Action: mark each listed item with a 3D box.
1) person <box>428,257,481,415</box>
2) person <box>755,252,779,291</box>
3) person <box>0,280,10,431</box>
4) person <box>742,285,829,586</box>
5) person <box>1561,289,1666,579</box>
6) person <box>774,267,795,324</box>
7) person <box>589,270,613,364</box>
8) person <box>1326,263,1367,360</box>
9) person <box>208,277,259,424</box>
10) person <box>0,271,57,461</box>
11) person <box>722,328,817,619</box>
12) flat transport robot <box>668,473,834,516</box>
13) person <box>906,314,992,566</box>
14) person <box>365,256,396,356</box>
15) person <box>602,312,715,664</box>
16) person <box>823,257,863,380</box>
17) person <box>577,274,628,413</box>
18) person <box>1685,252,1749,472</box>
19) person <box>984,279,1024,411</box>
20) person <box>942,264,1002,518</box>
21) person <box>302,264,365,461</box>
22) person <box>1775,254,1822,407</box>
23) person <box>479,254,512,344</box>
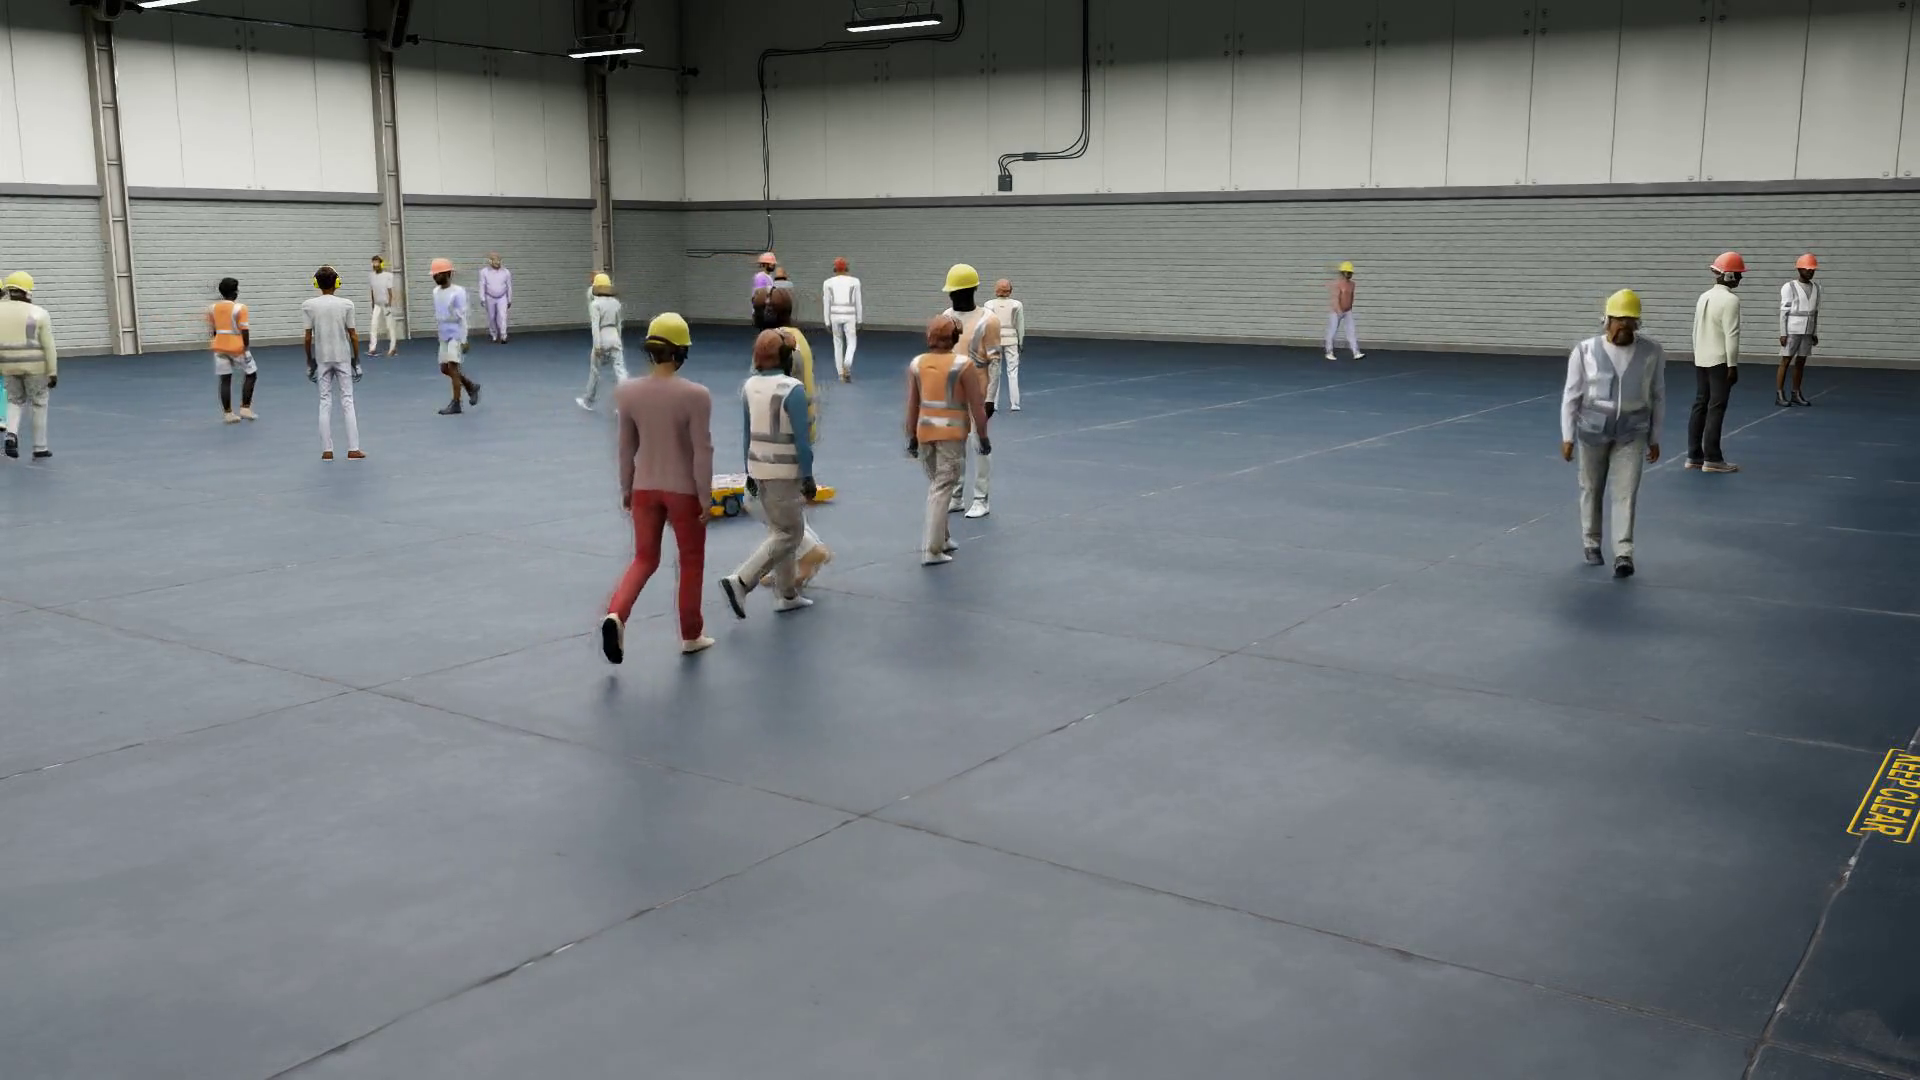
[{"bbox_3d":[-6.161,-2.500,20.367,0.579,1.910,0.665,7,12,34],"label":"person"},{"bbox_3d":[-3.199,-3.798,27.591,0.432,1.921,0.542,1,10,8],"label":"person"},{"bbox_3d":[-10.695,-2.080,18.559,0.533,1.715,0.930,-2,10,-12],"label":"person"},{"bbox_3d":[-1.067,-0.598,9.941,0.451,1.826,0.647,1,10,6],"label":"person"},{"bbox_3d":[4.105,-0.671,10.457,0.617,1.780,0.913,3,10,15],"label":"person"},{"bbox_3d":[-3.386,-4.358,31.568,0.527,1.607,0.671,0,10,-1],"label":"person"},{"bbox_3d":[-6.112,-3.812,28.479,0.531,1.620,0.328,4,11,22],"label":"person"},{"bbox_3d":[6.829,-4.033,29.468,0.538,1.726,0.882,-5,11,-28],"label":"person"},{"bbox_3d":[-8.384,-2.197,19.271,0.555,1.677,0.518,3,10,15],"label":"person"},{"bbox_3d":[-8.902,-1.640,15.807,0.609,1.814,0.470,-1,10,-6],"label":"person"},{"bbox_3d":[-1.055,-0.358,9.177,0.634,1.614,0.520,-9,13,-40],"label":"person"},{"bbox_3d":[-1.743,-0.382,13.083,0.652,0.197,1.431,9,14,43],"label":"flat transport robot"},{"bbox_3d":[-0.056,-0.659,10.891,0.526,1.611,0.710,7,12,35],"label":"person"},{"bbox_3d":[-10.647,-4.274,30.499,0.506,1.842,0.887,2,10,10],"label":"person"},{"bbox_3d":[-1.481,-0.243,8.198,0.528,1.743,0.722,4,11,19],"label":"person"},{"bbox_3d":[-1.772,-3.320,25.066,0.594,1.867,0.689,0,10,3],"label":"person"},{"bbox_3d":[-4.376,-2.415,20.460,0.917,1.690,0.503,8,13,39],"label":"person"},{"bbox_3d":[6.938,-1.623,15.209,0.396,1.992,0.619,-1,10,-5],"label":"person"},{"bbox_3d":[0.535,-2.408,20.601,0.515,1.640,0.315,0,10,3],"label":"person"},{"bbox_3d":[0.042,-1.125,12.634,0.584,1.919,0.382,9,13,40],"label":"person"},{"bbox_3d":[-5.994,-1.691,15.928,0.513,1.876,0.325,-2,10,-10],"label":"person"},{"bbox_3d":[10.715,-2.665,21.204,0.547,1.938,0.377,-2,10,-12],"label":"person"},{"bbox_3d":[-9.667,-5.021,34.657,0.644,1.858,1.011,-3,10,-14],"label":"person"}]
